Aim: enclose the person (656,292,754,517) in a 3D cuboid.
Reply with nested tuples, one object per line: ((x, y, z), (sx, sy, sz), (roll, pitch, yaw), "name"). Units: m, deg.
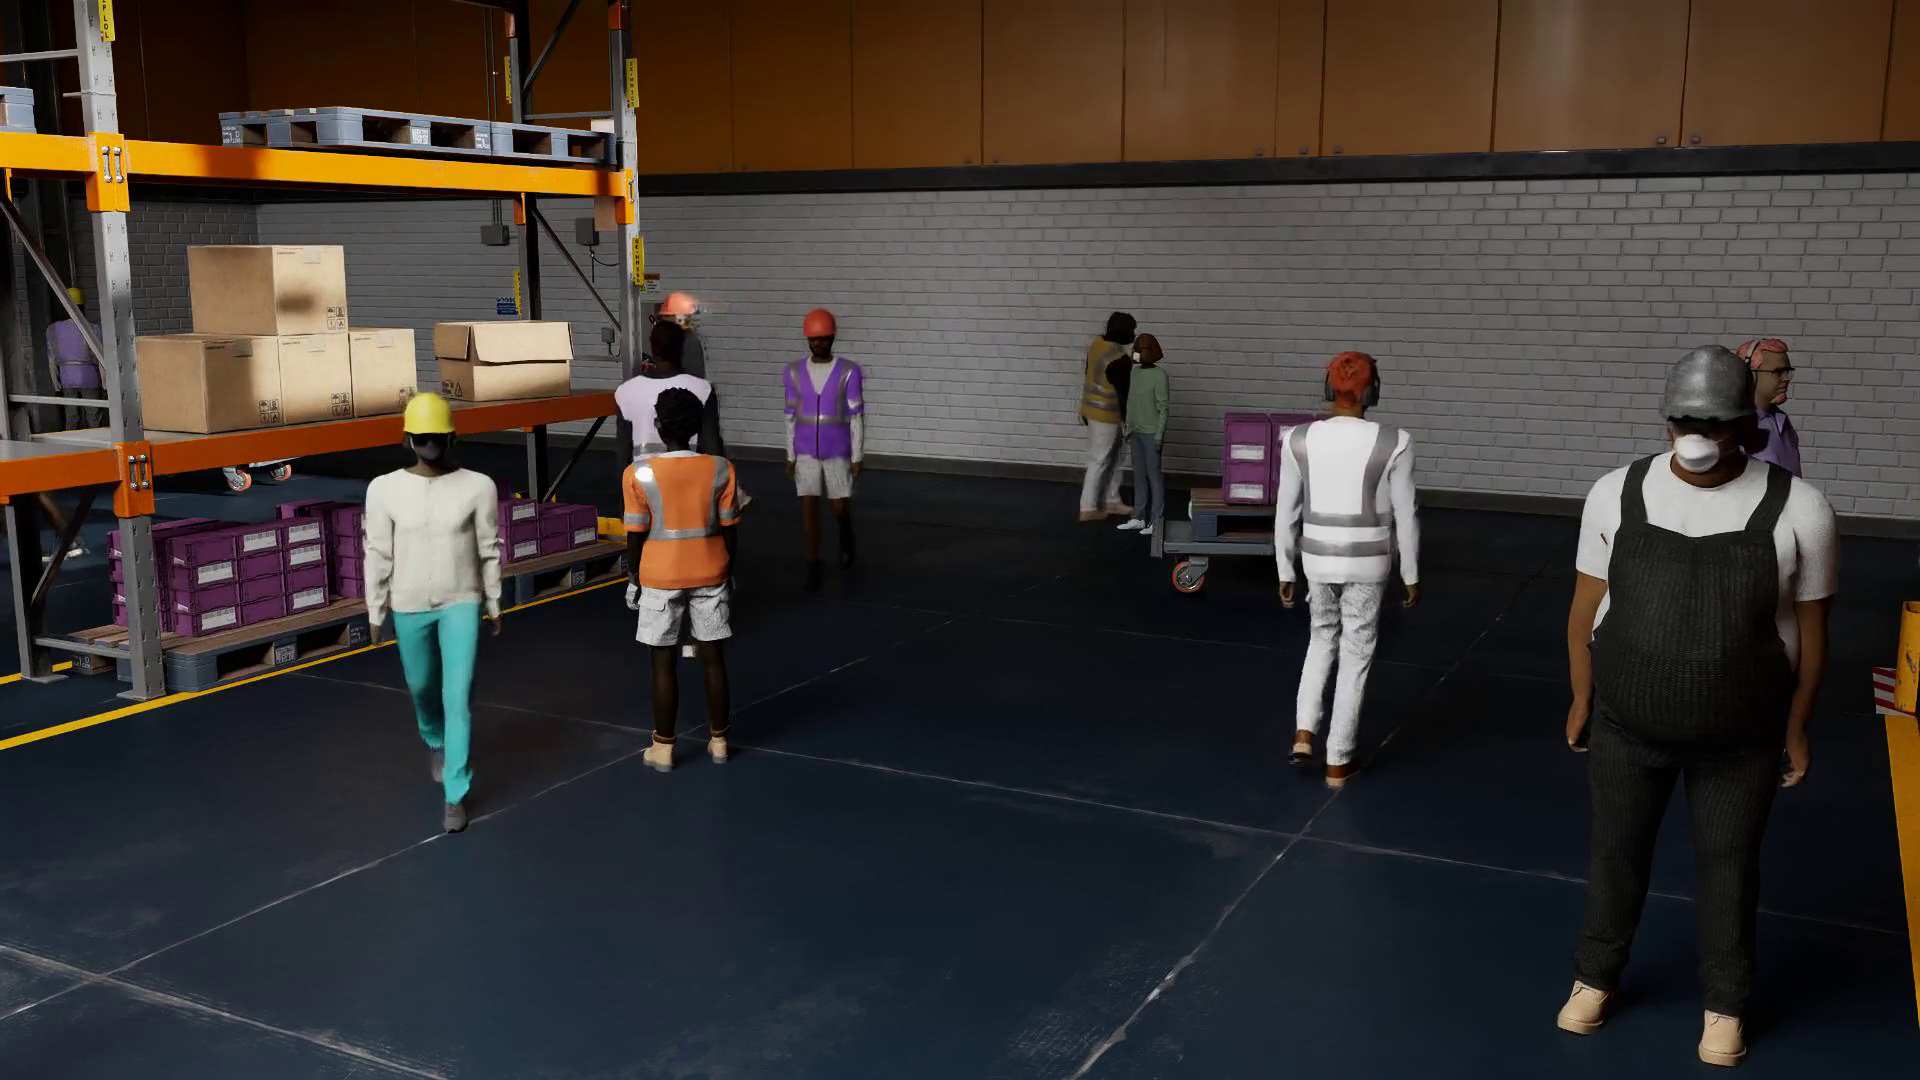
((-2.214, -1.064, 13.745), (0.918, 1.966, 0.623), (0, 10, 1), "person")

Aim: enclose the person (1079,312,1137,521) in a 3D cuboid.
((1.303, -1.034, 14.112), (0.619, 1.795, 0.704), (-1, 10, -7), "person")

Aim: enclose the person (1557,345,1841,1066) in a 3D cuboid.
((2.046, 0.464, 4.686), (0.688, 2.000, 0.536), (6, 11, 31), "person")

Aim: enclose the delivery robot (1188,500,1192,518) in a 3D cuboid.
((2.083, -0.192, 12.515), (0.707, 0.478, 0.477), (3, 10, 16), "delivery robot")

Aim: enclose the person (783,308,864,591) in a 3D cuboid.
((-0.918, -0.631, 11.405), (0.548, 1.921, 0.621), (1, 10, 7), "person")

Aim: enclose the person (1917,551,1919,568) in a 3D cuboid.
((6.970, -0.514, 11.559), (0.435, 1.617, 0.518), (-6, 11, -30), "person")

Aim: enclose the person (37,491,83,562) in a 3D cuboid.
((-6.950, -0.735, 12.046), (1.022, 1.907, 0.629), (-7, 12, -34), "person")

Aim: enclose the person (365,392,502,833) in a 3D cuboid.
((-2.151, 0.243, 6.846), (0.528, 1.730, 0.880), (-2, 10, -12), "person")

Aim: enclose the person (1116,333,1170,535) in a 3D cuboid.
((1.507, -0.864, 13.551), (0.279, 1.634, 0.497), (-5, 11, -28), "person")

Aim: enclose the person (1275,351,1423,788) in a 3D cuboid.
((1.671, 0.129, 7.127), (0.581, 1.868, 0.412), (7, 12, 34), "person")

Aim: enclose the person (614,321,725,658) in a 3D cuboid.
((-1.650, -0.286, 9.477), (0.616, 1.910, 0.697), (1, 10, 8), "person")

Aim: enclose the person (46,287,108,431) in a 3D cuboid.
((-8.973, -1.606, 16.995), (0.588, 1.930, 0.364), (-1, 10, -4), "person")

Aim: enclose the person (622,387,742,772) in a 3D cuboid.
((-1.224, 0.174, 7.352), (0.540, 1.700, 0.316), (-5, 11, -25), "person")

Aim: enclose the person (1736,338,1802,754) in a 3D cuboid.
((3.523, 0.059, 7.425), (0.641, 1.908, 0.408), (-8, 13, -40), "person")
